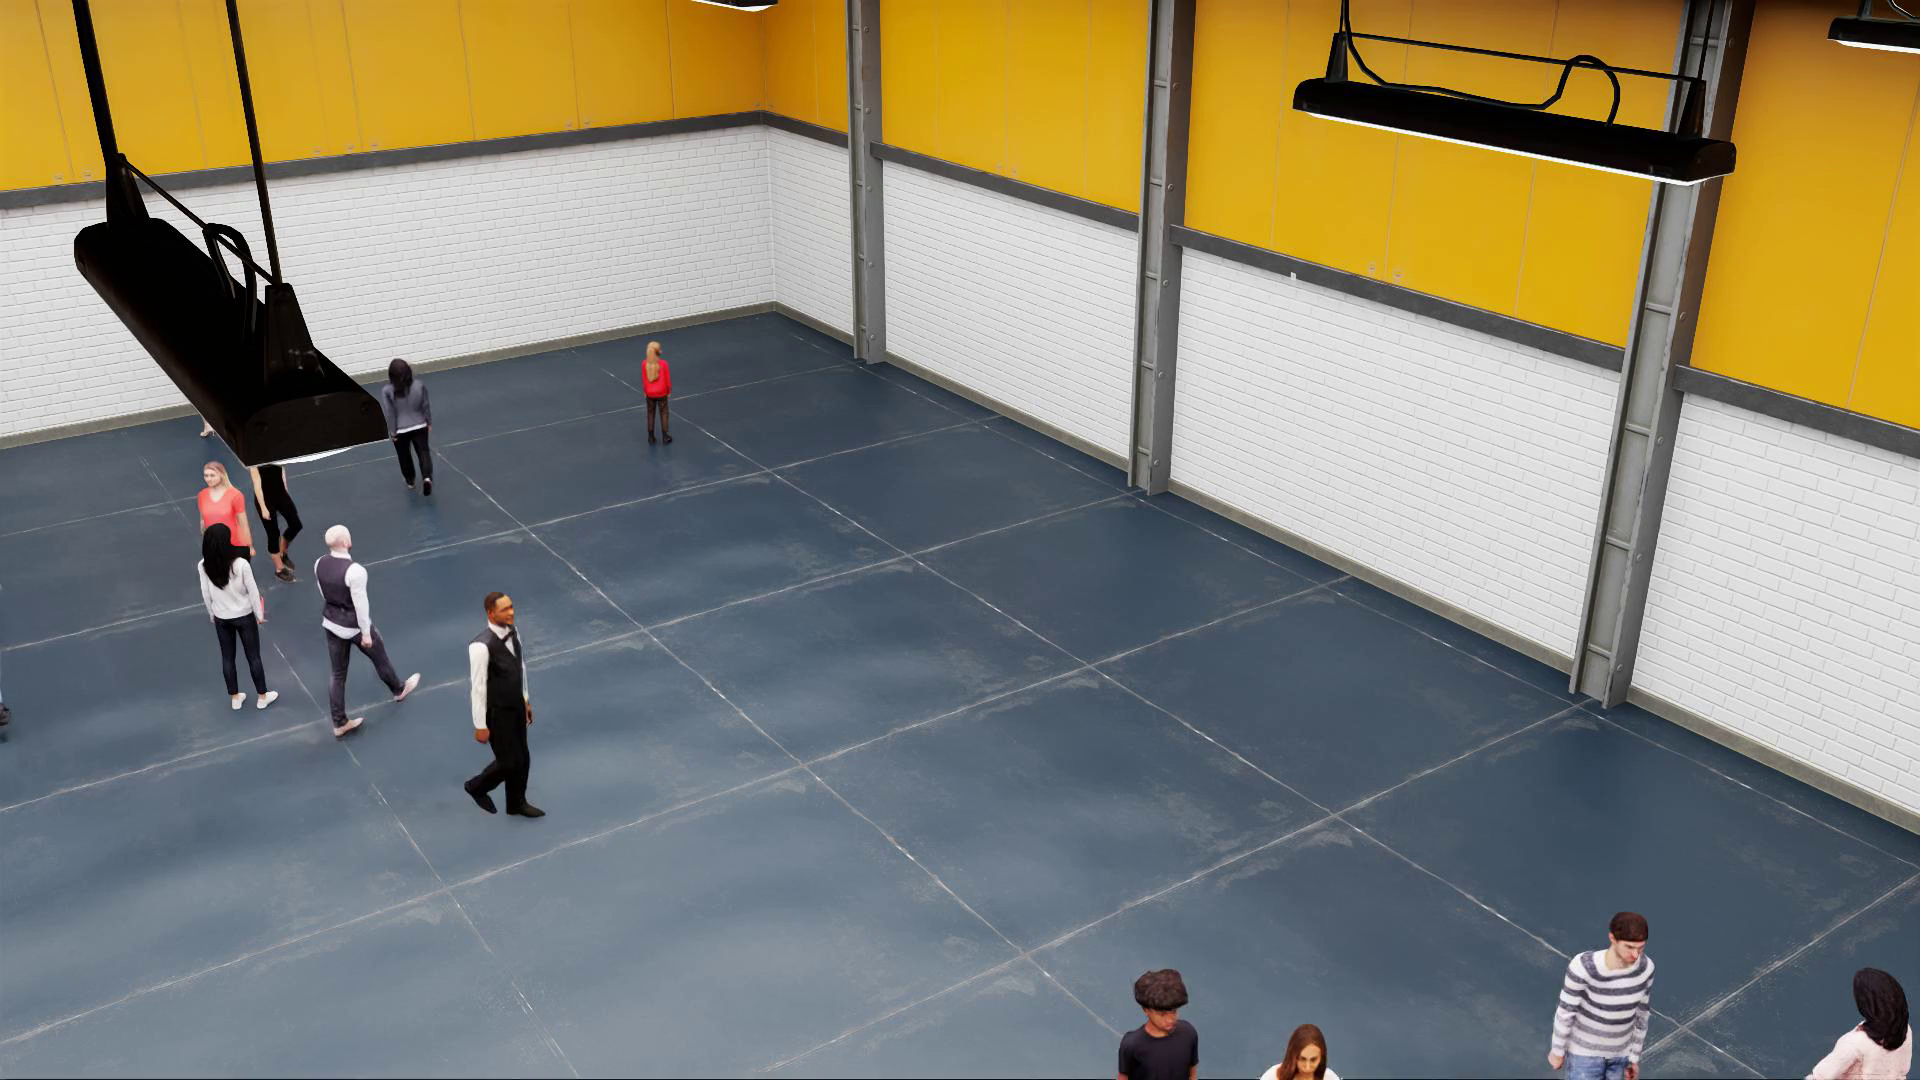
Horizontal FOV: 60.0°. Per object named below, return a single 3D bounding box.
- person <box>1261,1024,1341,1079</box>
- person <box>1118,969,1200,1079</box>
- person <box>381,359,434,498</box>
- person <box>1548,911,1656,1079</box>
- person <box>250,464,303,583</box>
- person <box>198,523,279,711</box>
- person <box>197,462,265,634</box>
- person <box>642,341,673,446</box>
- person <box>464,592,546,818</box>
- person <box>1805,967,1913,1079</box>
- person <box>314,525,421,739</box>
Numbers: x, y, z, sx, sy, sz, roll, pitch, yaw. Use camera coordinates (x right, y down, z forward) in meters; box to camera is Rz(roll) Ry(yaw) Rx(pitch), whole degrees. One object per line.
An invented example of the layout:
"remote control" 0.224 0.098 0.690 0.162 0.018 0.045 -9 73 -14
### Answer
"person" 1.723 3.127 8.528 1.013 1.639 1.136 1 24 2
"person" 0.996 2.969 8.731 0.847 1.767 1.227 -7 25 -16
"person" -6.154 -1.253 18.626 0.741 1.578 0.974 -12 26 -26
"person" 3.469 2.740 9.169 0.787 1.835 0.840 -3 24 -7
"person" -6.883 -0.404 16.513 0.764 1.713 0.694 14 27 28
"person" -6.174 0.643 14.136 0.700 1.700 0.727 0 24 0
"person" -6.780 0.041 15.533 0.766 1.683 0.827 2 24 5
"person" -3.685 -1.792 20.230 0.573 1.281 0.620 0 24 0
"person" -3.526 1.249 12.498 1.015 1.902 0.946 6 24 13
"person" 4.696 3.068 8.569 0.792 1.716 1.224 -11 26 -23
"person" -5.098 0.786 13.709 1.226 1.780 1.159 10 26 22
